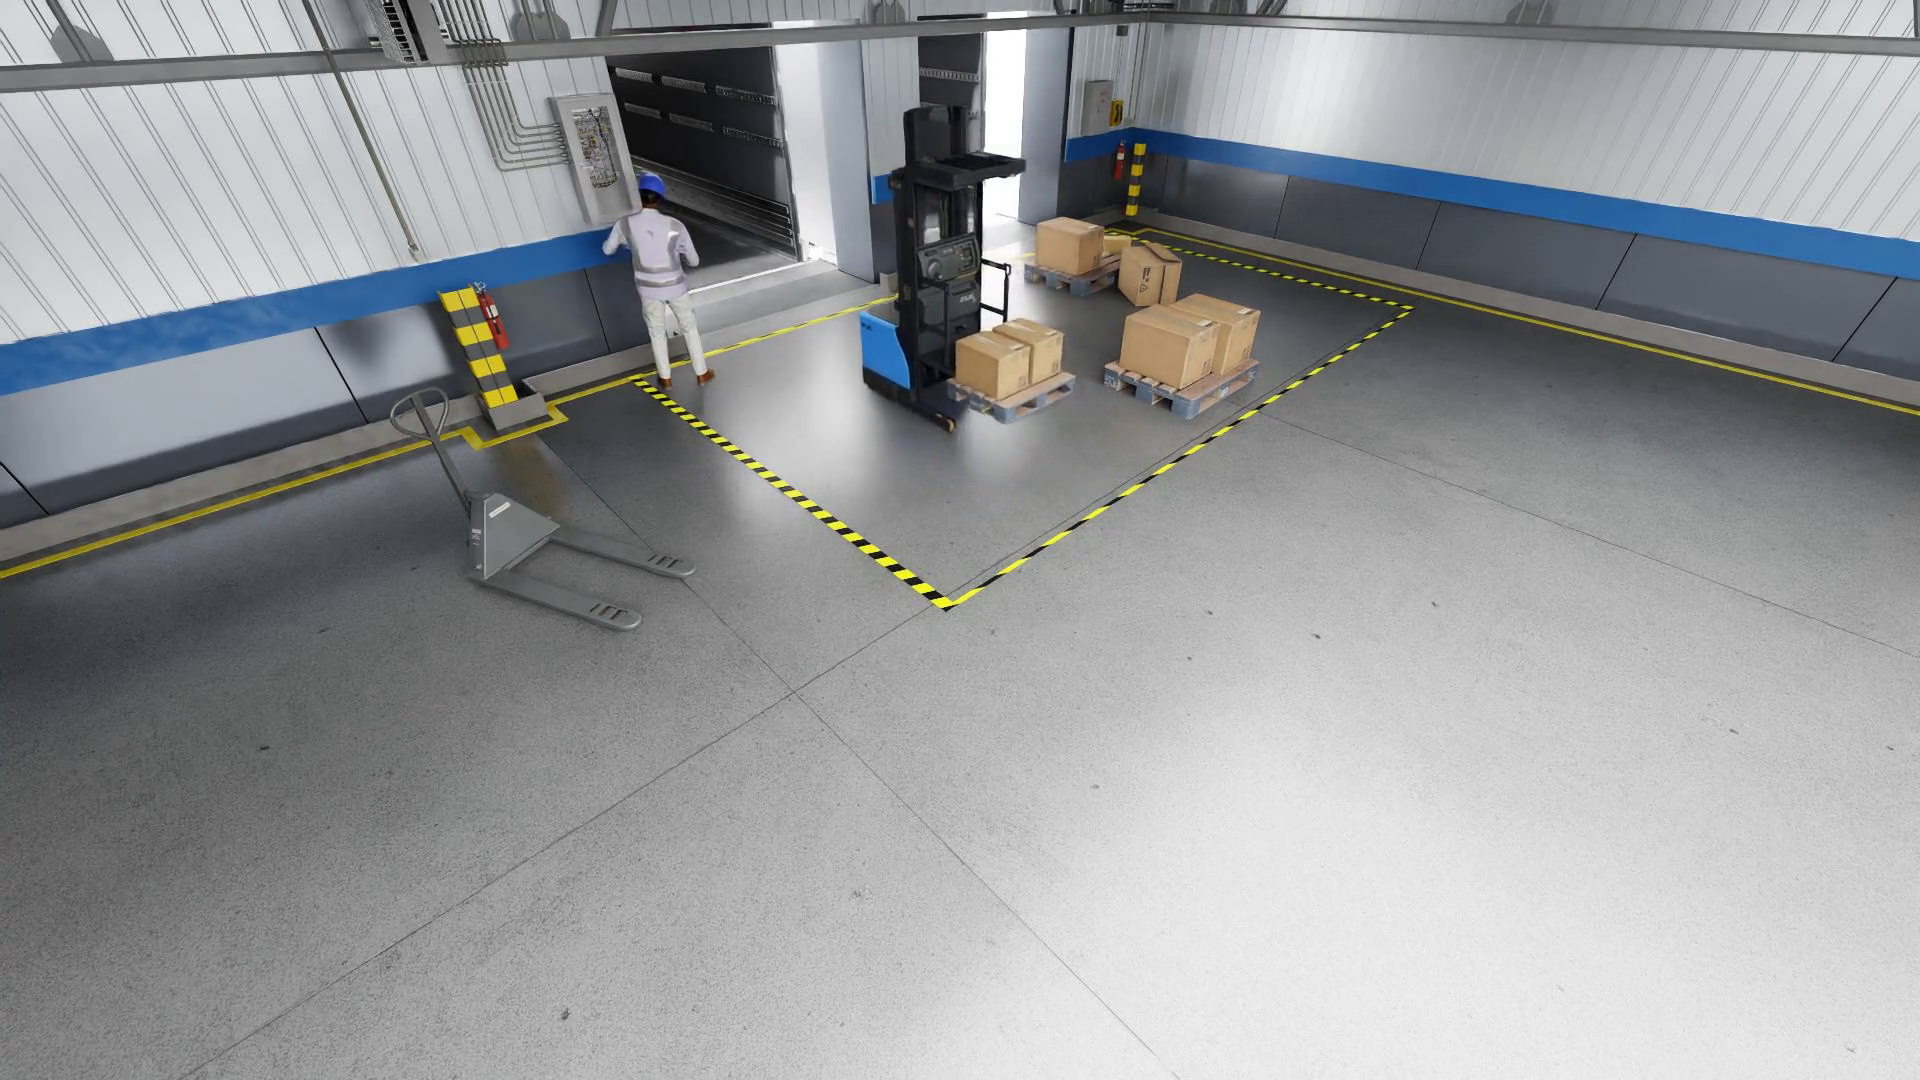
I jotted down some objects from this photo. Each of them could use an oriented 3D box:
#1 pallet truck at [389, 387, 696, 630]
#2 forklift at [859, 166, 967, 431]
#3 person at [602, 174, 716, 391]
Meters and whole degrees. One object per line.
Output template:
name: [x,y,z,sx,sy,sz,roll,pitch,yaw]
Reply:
pallet truck: [-2.613,-0.247,4.593,1.601,1.201,0.680,14,40,17]
forklift: [-0.402,-2.269,6.555,0.716,2.013,0.776,-30,47,-33]
person: [-2.793,-2.372,6.823,0.794,1.878,0.691,-10,39,-13]
